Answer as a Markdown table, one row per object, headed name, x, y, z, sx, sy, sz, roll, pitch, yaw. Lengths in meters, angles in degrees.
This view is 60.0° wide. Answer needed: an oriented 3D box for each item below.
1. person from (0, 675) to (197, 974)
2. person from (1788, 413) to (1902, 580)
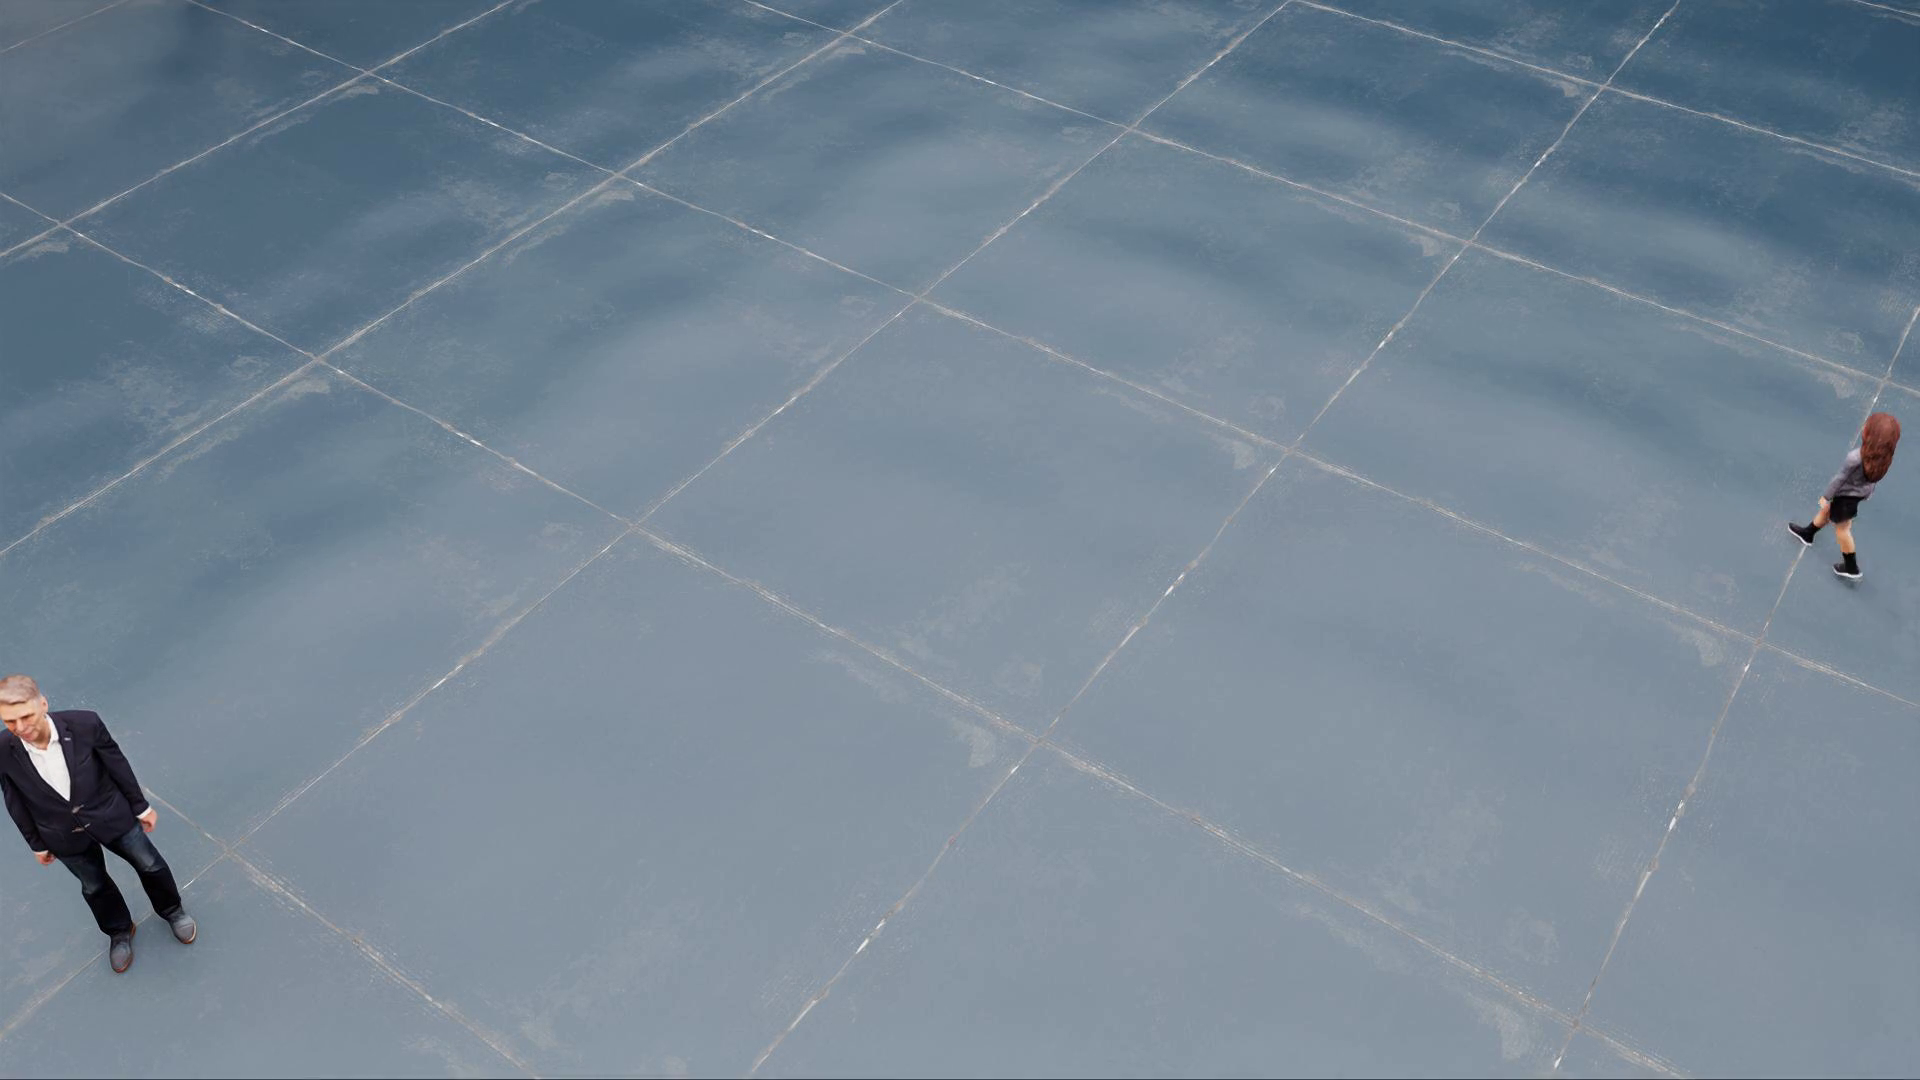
| name | x | y | z | sx | sy | sz | roll | pitch | yaw |
| --- | --- | --- | --- | --- | --- | --- | --- | --- | --- |
| person | -3.961 | 1.249 | 7.549 | 0.769 | 1.816 | 0.758 | -20 | 47 | -20 |
| person | 5.234 | -0.259 | 9.699 | 0.687 | 1.086 | 0.849 | -20 | 47 | -20 |
